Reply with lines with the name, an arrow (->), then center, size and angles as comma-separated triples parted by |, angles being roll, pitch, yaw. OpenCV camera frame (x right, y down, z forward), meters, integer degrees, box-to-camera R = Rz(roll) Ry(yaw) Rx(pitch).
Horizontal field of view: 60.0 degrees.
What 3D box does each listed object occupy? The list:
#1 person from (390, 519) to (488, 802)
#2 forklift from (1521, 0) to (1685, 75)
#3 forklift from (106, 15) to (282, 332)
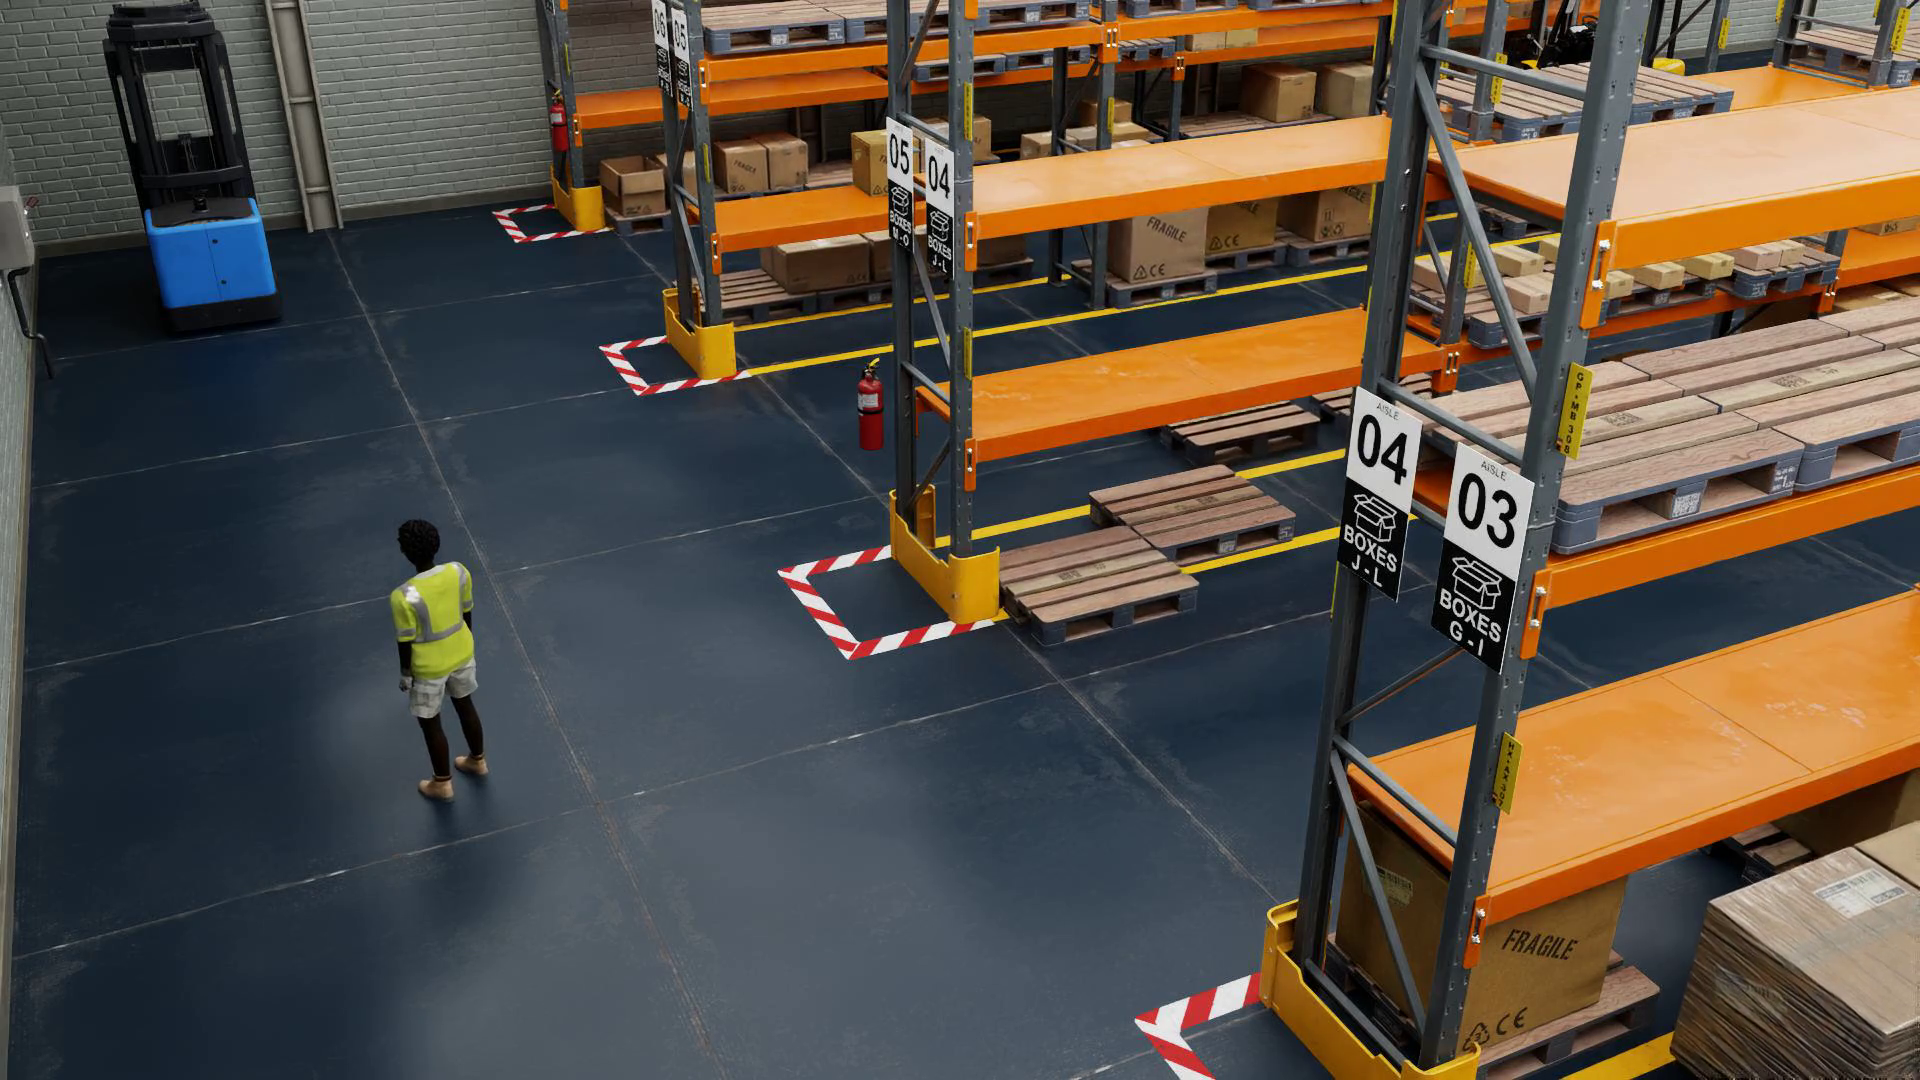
person -> -2.903, 0.662, 9.295 | 0.319, 1.685, 0.537 | 15, 31, 27
forklift -> 8.950, -6.807, 23.056 | 1.214, 2.155, 2.313 | -12, 30, -22
forklift -> -7.548, -3.672, 16.323 | 1.129, 2.768, 1.873 | -12, 30, -22
